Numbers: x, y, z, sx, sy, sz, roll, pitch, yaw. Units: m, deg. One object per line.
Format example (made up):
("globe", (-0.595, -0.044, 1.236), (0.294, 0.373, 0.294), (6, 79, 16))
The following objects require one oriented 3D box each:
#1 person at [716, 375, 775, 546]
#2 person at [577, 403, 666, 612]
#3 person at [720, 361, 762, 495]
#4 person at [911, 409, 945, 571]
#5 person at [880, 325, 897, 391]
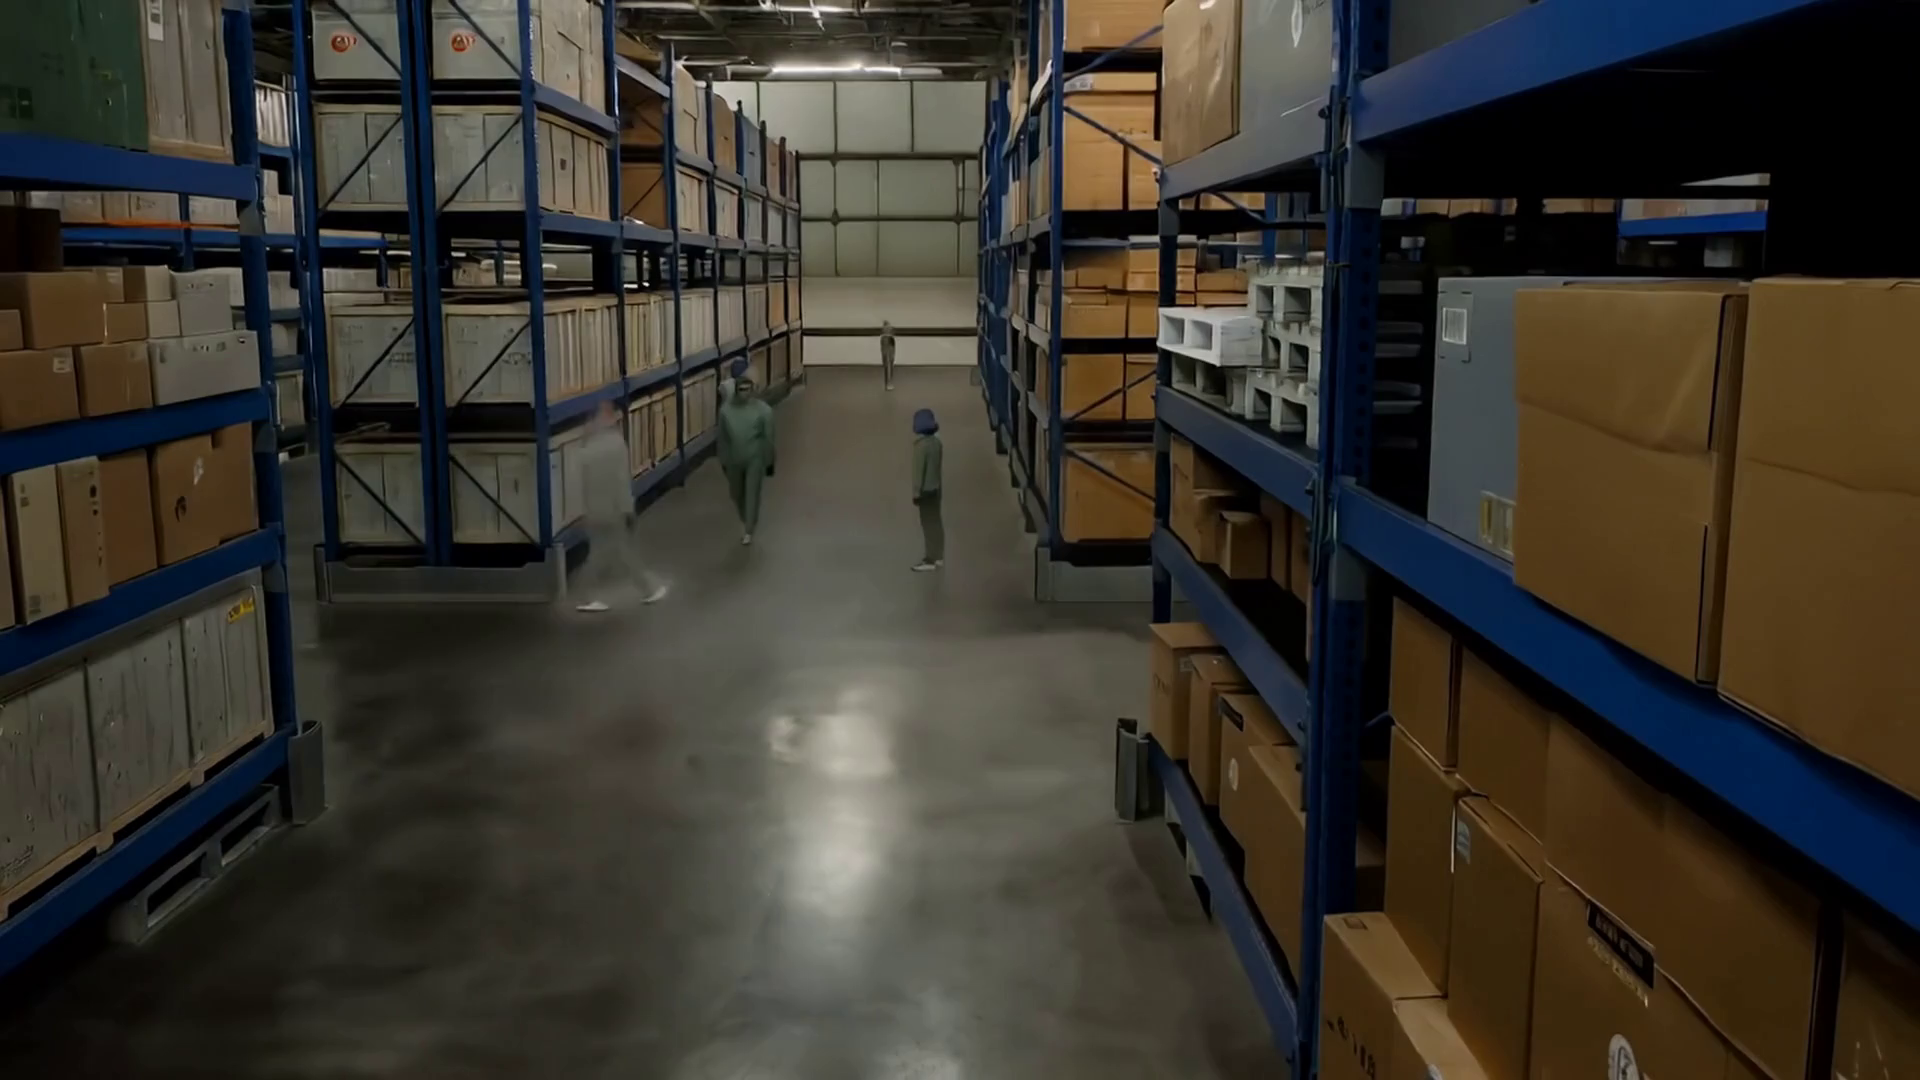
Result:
("person", (-2.374, -0.908, 18.504), (0.651, 1.879, 0.832), (1, 9, 6))
("person", (-3.062, -0.294, 14.830), (0.722, 1.846, 0.929), (7, 11, 35))
("person", (-2.907, -1.478, 22.212), (0.675, 1.815, 0.432), (4, 10, 23))
("person", (-0.332, -0.500, 16.730), (0.286, 1.633, 0.501), (5, 10, 27))
("person", (-1.800, -4.529, 41.419), (0.307, 1.640, 0.513), (-7, 12, -38))
